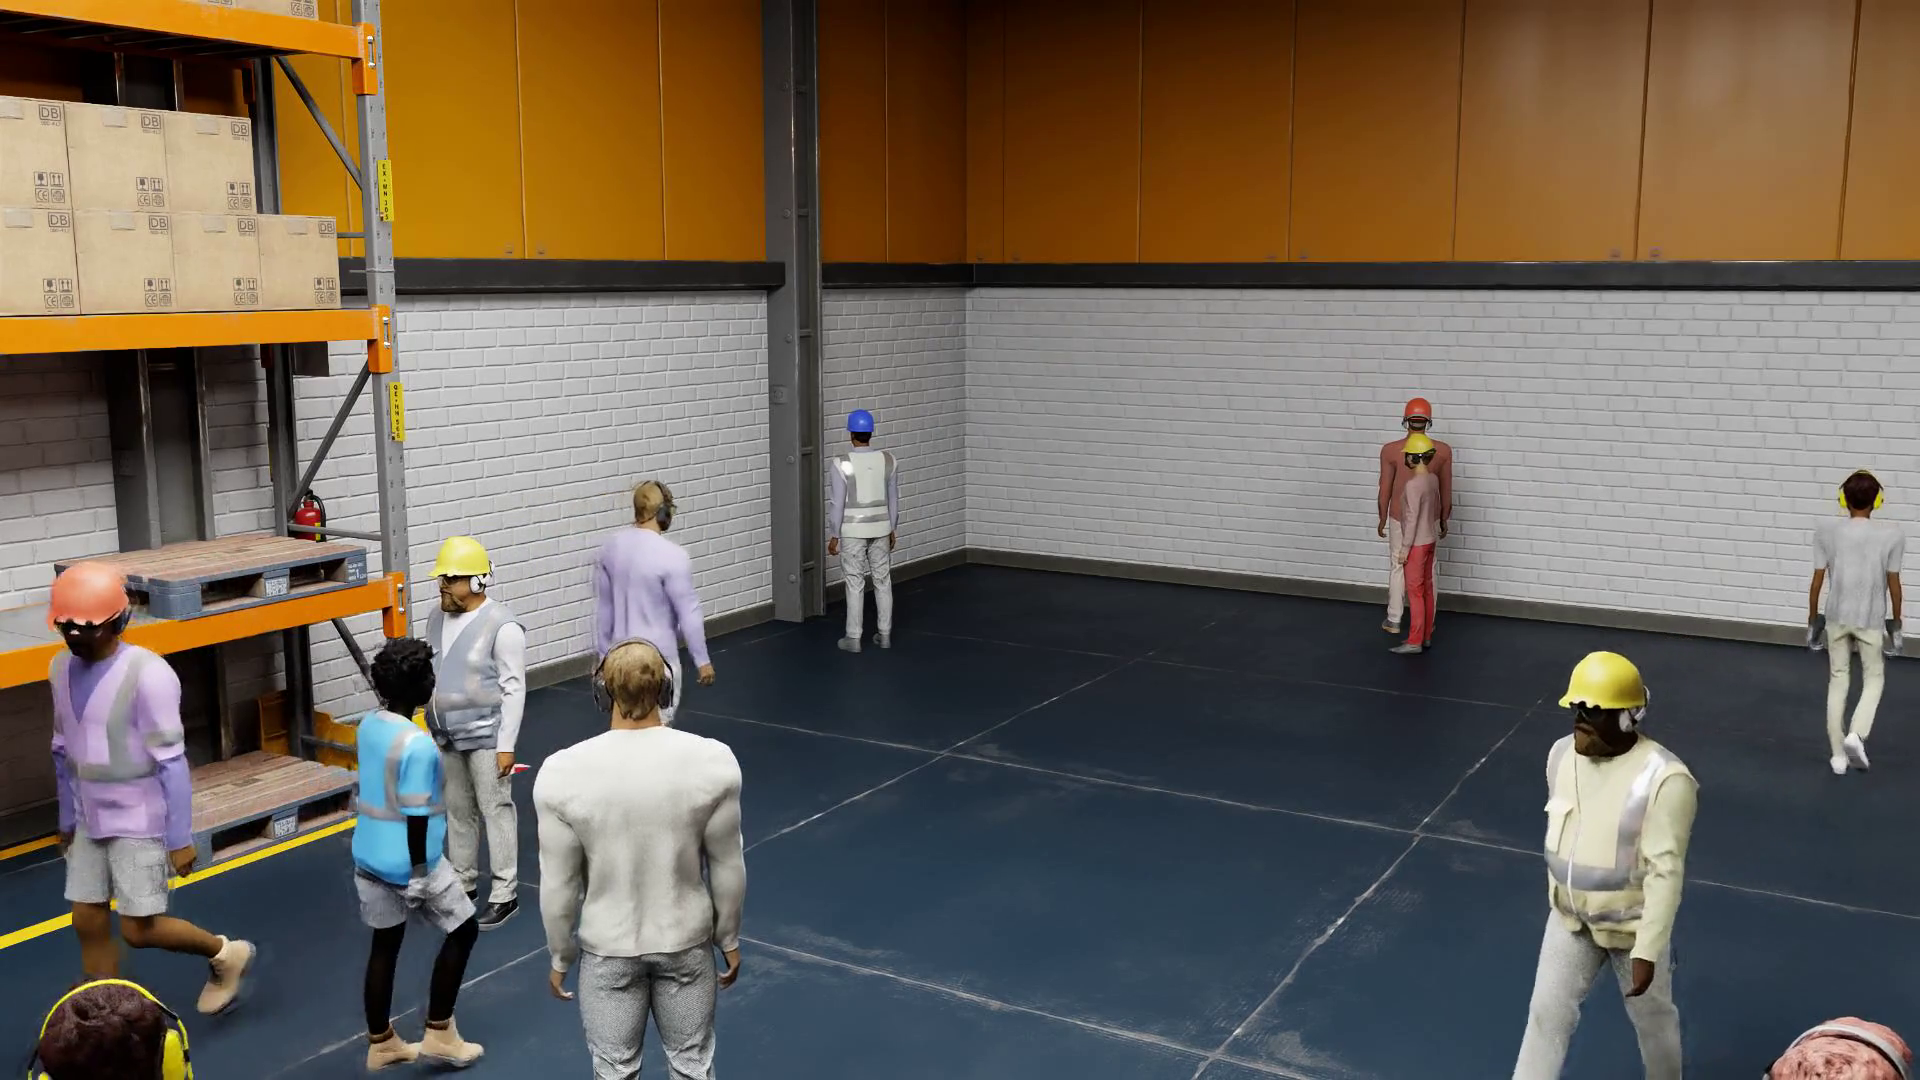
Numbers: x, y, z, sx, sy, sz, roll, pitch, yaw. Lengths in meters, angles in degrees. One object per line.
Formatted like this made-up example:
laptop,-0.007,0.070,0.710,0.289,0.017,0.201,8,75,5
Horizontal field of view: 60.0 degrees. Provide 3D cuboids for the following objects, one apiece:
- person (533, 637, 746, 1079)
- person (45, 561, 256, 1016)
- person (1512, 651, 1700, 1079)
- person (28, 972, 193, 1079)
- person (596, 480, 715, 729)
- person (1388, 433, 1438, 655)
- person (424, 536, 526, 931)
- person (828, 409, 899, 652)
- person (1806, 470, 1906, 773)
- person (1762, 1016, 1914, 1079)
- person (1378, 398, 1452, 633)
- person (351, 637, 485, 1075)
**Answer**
person,-0.973,1.251,5.133,0.628,1.940,0.373,-2,9,-14
person,-3.114,1.027,6.322,0.663,2.004,0.713,5,10,28
person,2.162,1.256,5.591,0.924,1.787,0.601,-5,11,-30
person,-1.410,1.662,2.902,0.525,1.843,0.622,0,9,-2
person,-1.670,0.633,9.046,0.648,1.919,0.467,9,12,43
person,3.636,0.032,13.280,0.313,1.769,0.525,6,11,33
person,-2.280,0.888,7.728,0.588,1.833,0.404,5,11,31
person,-0.775,-0.073,13.359,0.604,1.949,0.389,-5,10,-28
person,5.377,0.509,9.997,0.524,1.858,0.468,6,11,34
person,1.324,1.673,2.632,0.637,1.900,0.404,8,12,39
person,3.823,-0.201,14.016,0.612,1.995,0.382,1,9,4
person,-2.059,1.193,6.304,0.539,1.680,0.513,8,12,43
